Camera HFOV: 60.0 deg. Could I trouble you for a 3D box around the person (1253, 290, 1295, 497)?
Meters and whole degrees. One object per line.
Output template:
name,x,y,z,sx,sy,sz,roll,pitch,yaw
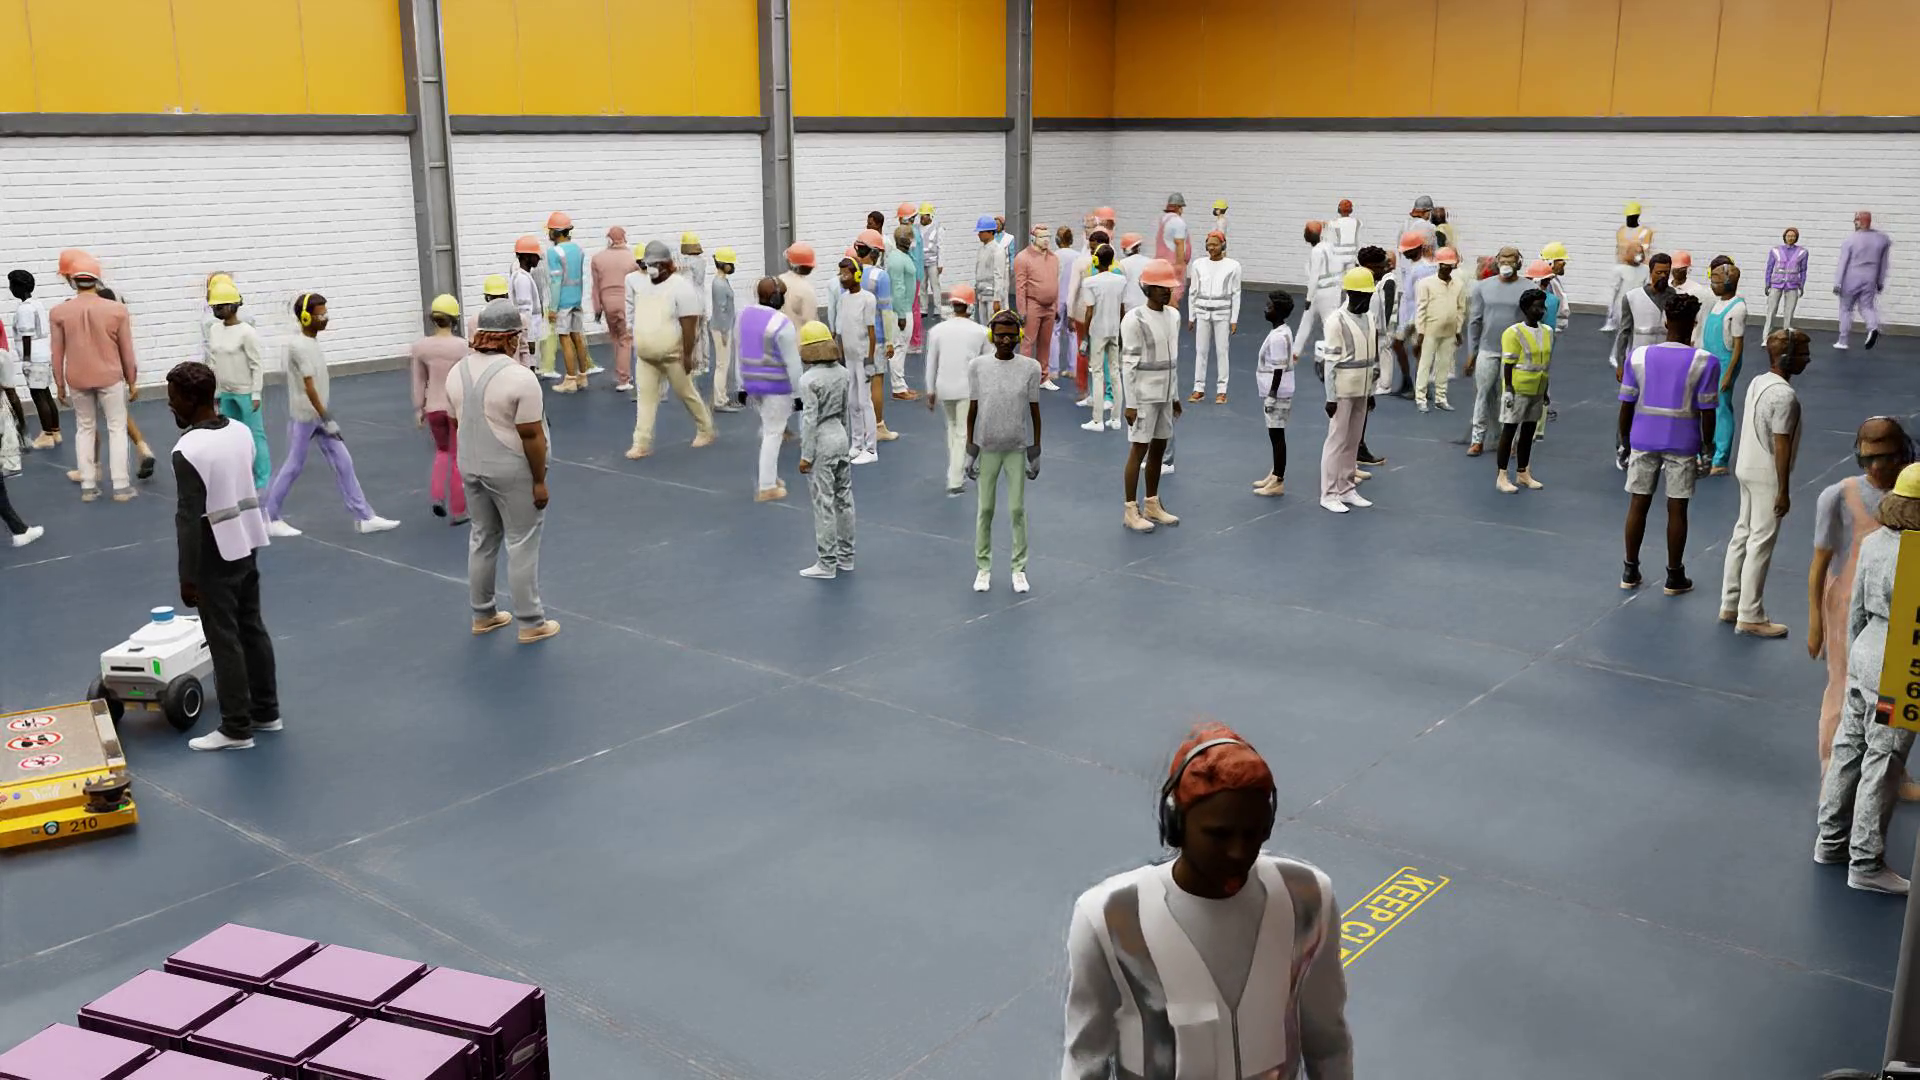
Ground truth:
person,2.592,-1.207,13.688,0.318,1.700,0.535,3,14,12

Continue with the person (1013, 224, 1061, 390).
person,0.909,-2.637,18.984,0.643,1.909,0.410,-12,19,-40

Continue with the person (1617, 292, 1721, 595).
person,4.592,-0.626,10.824,0.609,1.964,0.367,11,18,37

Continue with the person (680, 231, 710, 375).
person,-3.266,-2.898,20.360,0.288,1.743,0.487,4,15,15

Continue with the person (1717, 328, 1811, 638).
person,4.825,-0.346,9.952,0.327,1.843,0.516,1,14,3

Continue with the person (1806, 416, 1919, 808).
person,4.061,0.342,7.302,0.710,1.806,0.380,0,14,0

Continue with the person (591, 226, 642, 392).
person,-3.854,-2.683,19.230,0.670,1.866,0.843,3,14,11

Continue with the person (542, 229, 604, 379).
person,-4.759,-2.891,20.060,0.600,1.880,0.897,7,16,27

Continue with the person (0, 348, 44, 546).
person,-6.857,-0.757,11.679,0.519,1.813,0.999,1,14,4

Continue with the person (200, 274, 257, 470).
person,-6.369,-1.445,14.548,0.284,1.746,0.492,11,17,36

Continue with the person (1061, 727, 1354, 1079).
person,0.518,1.282,3.395,0.590,1.868,0.407,-4,15,-17

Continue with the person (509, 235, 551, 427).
person,-4.336,-2.096,16.781,0.387,1.929,0.546,-4,15,-15

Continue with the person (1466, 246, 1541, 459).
person,4.965,-1.713,15.240,0.630,1.933,0.372,6,15,22

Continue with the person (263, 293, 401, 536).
person,-4.770,-0.910,12.280,1.006,1.815,0.516,0,14,-2

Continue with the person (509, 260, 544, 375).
person,-5.287,-2.840,20.334,0.514,1.641,0.315,9,17,32

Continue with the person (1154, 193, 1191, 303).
person,3.182,-4.258,25.188,0.653,2.000,0.707,-6,15,-24

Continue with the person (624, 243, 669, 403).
person,-3.419,-2.379,18.269,0.524,1.757,0.351,1,14,2

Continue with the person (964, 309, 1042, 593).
person,0.278,-0.574,10.846,0.508,1.860,0.334,1,14,3

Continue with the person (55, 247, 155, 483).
person,-7.263,-1.460,14.047,0.690,2.027,0.656,4,15,16

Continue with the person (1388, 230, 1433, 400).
person,4.986,-2.470,18.344,0.573,1.889,0.633,0,14,-1

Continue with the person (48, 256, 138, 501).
person,-7.044,-1.311,13.565,0.638,1.972,0.521,-4,15,-16

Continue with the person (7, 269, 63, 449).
person,-8.743,-1.710,15.727,0.319,1.688,0.538,-4,15,-16

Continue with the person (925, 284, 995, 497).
person,0.047,-1.260,13.859,0.577,1.719,0.807,7,16,26

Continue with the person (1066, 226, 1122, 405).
person,1.470,-2.448,18.203,0.622,1.936,0.862,0,14,-2

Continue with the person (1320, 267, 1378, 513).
person,3.095,-1.185,13.138,0.594,1.925,0.370,-13,19,-41

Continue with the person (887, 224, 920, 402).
person,-0.630,-2.514,18.428,0.373,1.940,0.629,1,14,2

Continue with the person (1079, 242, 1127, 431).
person,1.418,-2.019,16.583,0.521,1.876,0.334,-7,16,-27

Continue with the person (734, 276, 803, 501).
person,-1.492,-1.239,13.572,0.650,1.820,0.584,12,18,39

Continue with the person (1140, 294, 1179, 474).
person,1.751,-1.394,14.569,0.277,1.633,0.507,-3,14,-11

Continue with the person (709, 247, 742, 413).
person,-2.488,-2.229,17.665,0.342,1.755,0.530,-2,14,-6

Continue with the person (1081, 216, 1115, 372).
person,1.643,-3.038,20.586,0.408,1.906,0.652,-6,15,-23

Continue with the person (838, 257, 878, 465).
person,-0.941,-1.614,15.012,0.346,1.857,0.524,-11,18,-37

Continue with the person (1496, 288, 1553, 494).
person,4.705,-1.241,13.830,0.535,1.697,0.318,-8,16,-29

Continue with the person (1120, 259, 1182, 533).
person,1.469,-1.083,12.498,0.377,2.041,0.616,13,19,43

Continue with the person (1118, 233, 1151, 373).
person,2.135,-2.875,20.326,0.591,1.711,0.607,-7,16,-25

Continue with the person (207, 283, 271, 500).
person,-5.876,-1.198,13.516,0.526,1.768,0.331,7,16,27

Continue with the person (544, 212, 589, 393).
person,-4.516,-2.705,18.969,0.381,2.045,0.614,5,15,19

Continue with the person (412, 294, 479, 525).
person,-3.889,-0.990,12.712,0.523,1.755,0.401,2,14,8

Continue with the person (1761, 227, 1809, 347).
person,11.322,-3.467,22.841,0.510,1.640,0.308,6,15,21
